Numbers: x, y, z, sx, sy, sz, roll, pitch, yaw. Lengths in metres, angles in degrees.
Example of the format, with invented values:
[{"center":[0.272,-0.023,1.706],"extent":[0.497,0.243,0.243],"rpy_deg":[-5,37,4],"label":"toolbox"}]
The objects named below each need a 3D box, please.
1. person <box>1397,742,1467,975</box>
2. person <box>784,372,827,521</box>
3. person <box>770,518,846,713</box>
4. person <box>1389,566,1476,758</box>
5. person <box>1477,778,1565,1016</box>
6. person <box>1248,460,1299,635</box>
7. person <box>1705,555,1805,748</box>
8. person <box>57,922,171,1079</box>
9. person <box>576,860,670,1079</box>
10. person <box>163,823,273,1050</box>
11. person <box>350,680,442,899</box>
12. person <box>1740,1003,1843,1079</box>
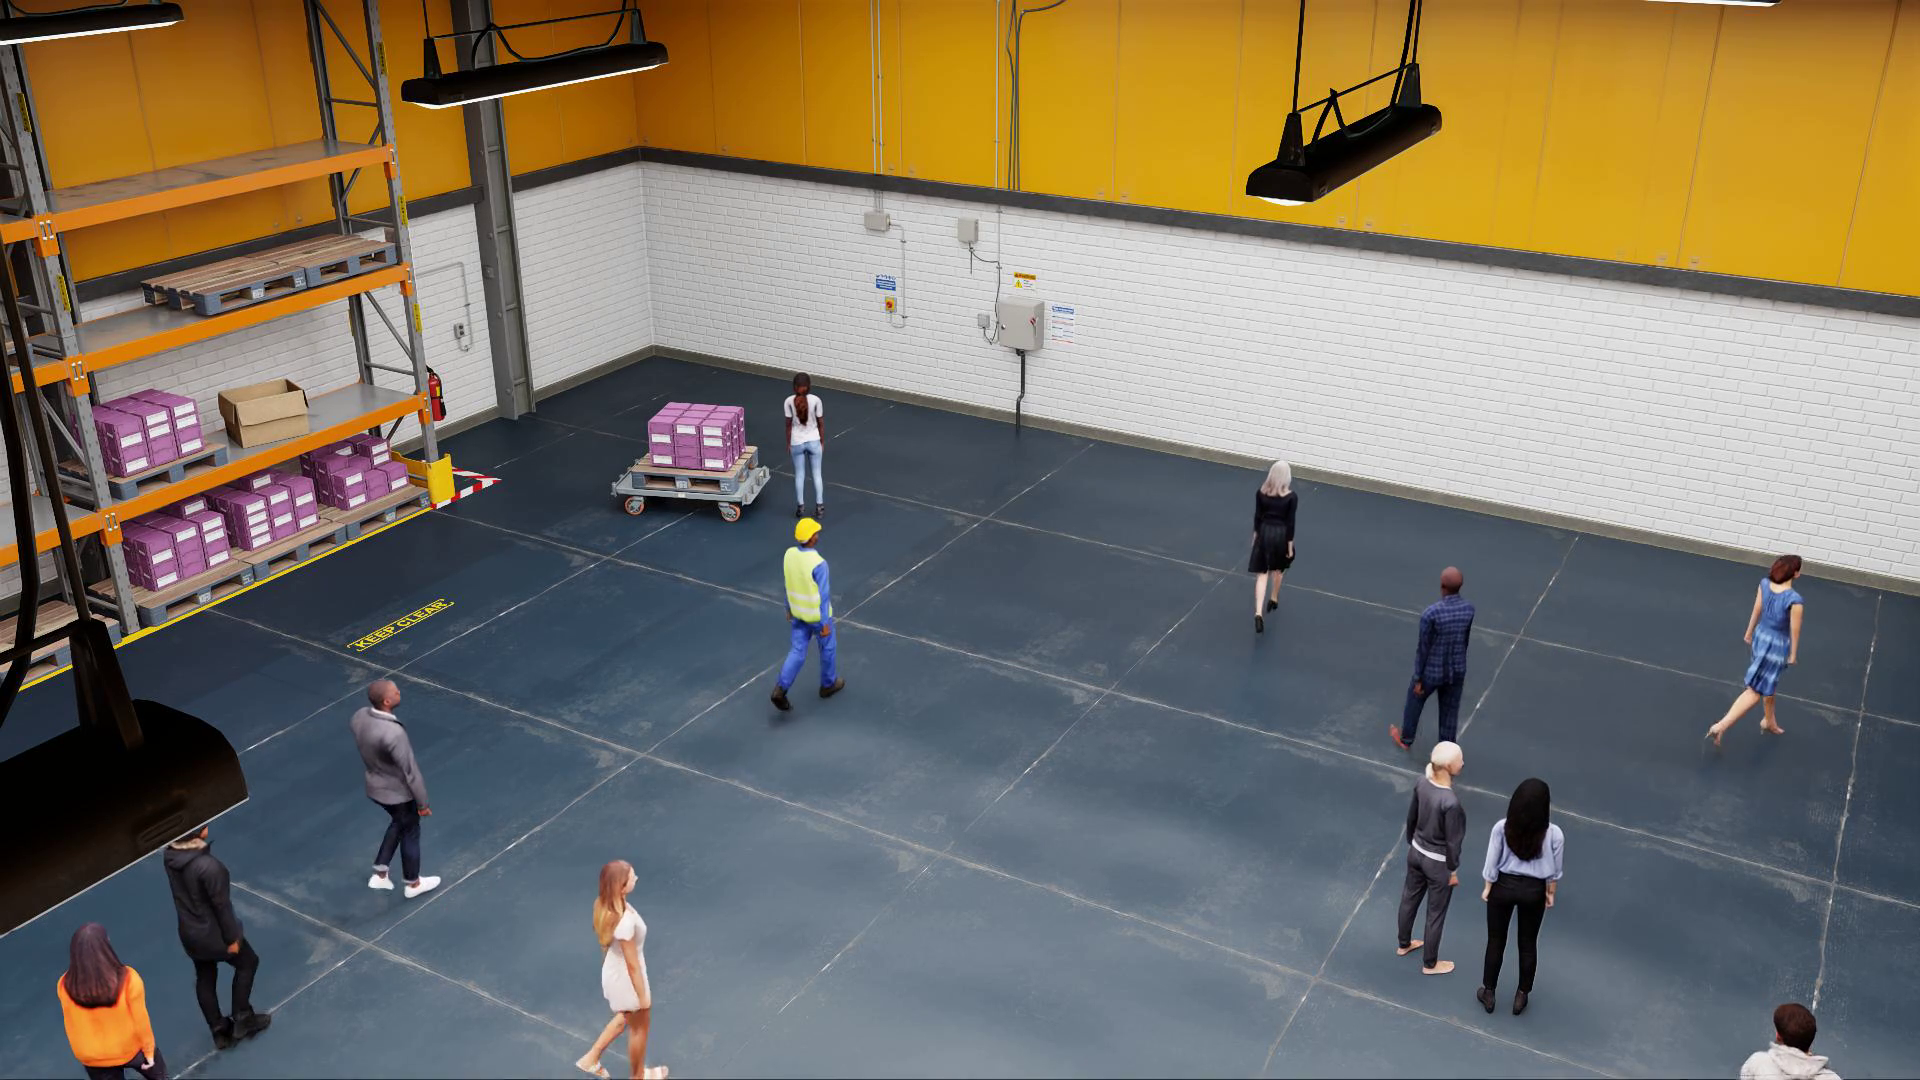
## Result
[{"center":[3.213,2.141,11.313],"extent":[0.703,1.727,0.687],"rpy_deg":[-11,26,-24],"label":"person"},{"center":[-1.731,-1.063,18.653],"extent":[0.671,1.719,0.696],"rpy_deg":[-2,24,-4],"label":"person"},{"center":[-1.372,0.675,14.589],"extent":[0.703,1.790,1.132],"rpy_deg":[15,28,30],"label":"person"},{"center":[3.989,1.094,13.620],"extent":[0.995,1.797,1.072],"rpy_deg":[-5,24,-10],"label":"person"},{"center":[3.642,2.325,10.873],"extent":[0.720,1.743,0.672],"rpy_deg":[4,24,9],"label":"person"},{"center":[2.991,0.091,16.035],"extent":[0.683,1.702,1.160],"rpy_deg":[9,25,19],"label":"person"},{"center":[6.699,0.979,13.918],"extent":[1.183,1.769,1.123],"rpy_deg":[-6,24,-13],"label":"person"},{"center":[-4.805,2.963,9.421],"extent":[0.759,1.737,0.814],"rpy_deg":[-5,24,-10],"label":"person"},{"center":[-2.106,2.693,10.108],"extent":[0.895,1.681,0.795],"rpy_deg":[-12,26,-25],"label":"person"},{"center":[-4.782,2.489,10.471],"extent":[0.682,1.765,0.633],"rpy_deg":[10,25,21],"label":"person"},{"center":[-4.130,1.830,11.925],"extent":[0.807,1.807,0.802],"rpy_deg":[18,29,35],"label":"person"},{"center":[4.237,3.318,8.545],"extent":[0.865,1.787,1.223],"rpy_deg":[9,25,19],"label":"person"}]
